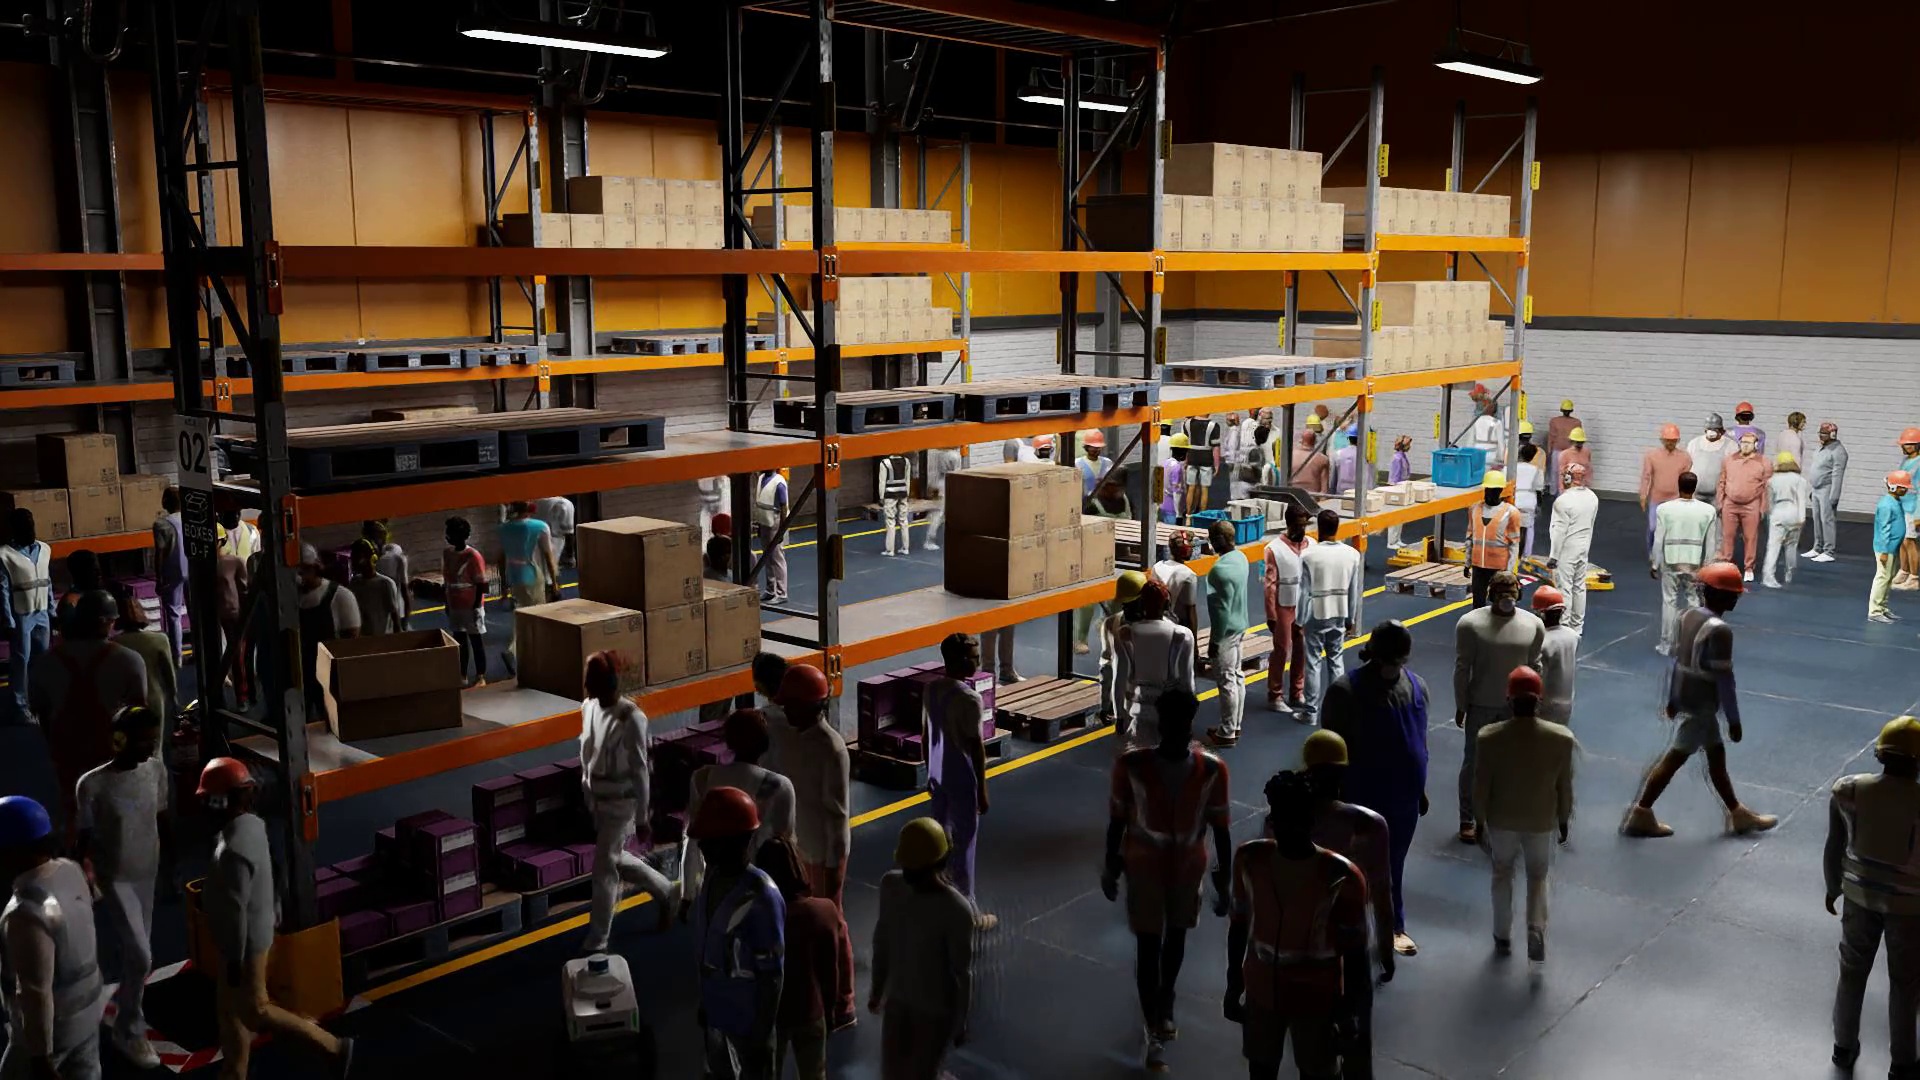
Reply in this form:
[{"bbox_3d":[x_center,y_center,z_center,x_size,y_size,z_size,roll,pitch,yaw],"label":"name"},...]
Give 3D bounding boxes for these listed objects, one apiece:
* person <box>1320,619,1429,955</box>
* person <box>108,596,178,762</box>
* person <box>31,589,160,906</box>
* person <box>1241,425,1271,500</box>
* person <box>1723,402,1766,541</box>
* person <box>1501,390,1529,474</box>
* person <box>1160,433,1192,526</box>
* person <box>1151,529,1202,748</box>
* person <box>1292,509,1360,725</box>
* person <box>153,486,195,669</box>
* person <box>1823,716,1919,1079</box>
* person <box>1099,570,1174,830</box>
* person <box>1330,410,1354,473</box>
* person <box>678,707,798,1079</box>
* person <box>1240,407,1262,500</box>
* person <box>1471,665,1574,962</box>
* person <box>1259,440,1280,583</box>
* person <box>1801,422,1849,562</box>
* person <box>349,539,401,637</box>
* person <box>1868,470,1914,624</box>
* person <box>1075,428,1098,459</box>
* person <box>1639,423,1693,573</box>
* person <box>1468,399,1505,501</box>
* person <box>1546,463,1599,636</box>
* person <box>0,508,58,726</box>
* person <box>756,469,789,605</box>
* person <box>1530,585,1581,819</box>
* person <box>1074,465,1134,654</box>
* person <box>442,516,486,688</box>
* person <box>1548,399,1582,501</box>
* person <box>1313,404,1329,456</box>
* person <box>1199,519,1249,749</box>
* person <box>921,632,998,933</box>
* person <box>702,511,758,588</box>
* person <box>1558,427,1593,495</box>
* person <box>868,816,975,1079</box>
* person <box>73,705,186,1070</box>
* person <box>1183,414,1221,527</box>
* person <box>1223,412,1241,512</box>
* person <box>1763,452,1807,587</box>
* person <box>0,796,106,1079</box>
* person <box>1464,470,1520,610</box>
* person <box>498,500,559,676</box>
[{"bbox_3d":[2.466,1.440,9.687,0.674,2.000,0.536,-3,10,-17],"label":"person"},{"bbox_3d":[-6.100,1.213,12.366,0.510,1.603,0.747,-4,11,-25],"label":"person"},{"bbox_3d":[-5.528,1.268,10.713,0.701,2.000,1.000,-2,10,-10],"label":"person"},{"bbox_3d":[4.428,-0.874,24.635,0.781,1.644,0.543,4,10,22],"label":"person"},{"bbox_3d":[11.384,-0.996,24.276,0.601,2.036,0.410,2,10,10],"label":"person"},{"bbox_3d":[9.527,-1.644,28.567,0.339,1.882,0.581,-5,11,-28],"label":"person"},{"bbox_3d":[2.715,-0.390,20.955,0.384,1.925,0.593,-1,10,-6],"label":"person"},{"bbox_3d":[1.787,0.823,13.949,0.374,1.843,0.569,-5,11,-29],"label":"person"},{"bbox_3d":[3.222,0.684,14.610,0.603,1.906,0.399,-3,10,-19],"label":"person"},{"bbox_3d":[-7.815,0.374,16.677,0.359,1.835,0.512,7,12,37],"label":"person"},{"bbox_3d":[4.645,1.775,8.313,0.404,1.828,0.603,-9,13,-44],"label":"person"},{"bbox_3d":[1.247,1.151,11.807,0.592,1.911,0.398,6,11,31],"label":"person"},{"bbox_3d":[5.867,-1.028,24.935,0.800,1.877,0.651,-5,11,-28],"label":"person"},{"bbox_3d":[-1.117,1.765,8.388,0.597,1.838,0.853,4,10,22],"label":"person"},{"bbox_3d":[4.616,-1.259,26.314,0.374,1.880,0.587,-1,10,-8],"label":"person"},{"bbox_3d":[3.258,1.593,9.658,0.577,1.739,0.560,2,10,13],"label":"person"},{"bbox_3d":[3.998,-0.365,21.046,0.329,1.844,0.509,9,13,43],"label":"person"},{"bbox_3d":[11.758,-0.654,22.628,0.400,1.900,0.648,1,10,3],"label":"person"},{"bbox_3d":[-4.729,0.904,13.416,0.535,1.864,0.309,5,11,27],"label":"person"},{"bbox_3d":[10.503,0.070,18.763,0.348,1.740,0.575,8,12,39],"label":"person"},{"bbox_3d":[1.989,-1.302,26.899,0.524,1.762,0.339,-1,10,-5],"label":"person"},{"bbox_3d":[9.302,-0.580,21.974,0.626,1.967,0.800,2,10,14],"label":"person"},{"bbox_3d":[8.623,-1.363,26.999,0.953,1.839,0.608,-6,11,-33],"label":"person"},{"bbox_3d":[6.573,0.119,17.975,0.643,1.909,0.410,-7,12,-36],"label":"person"},{"bbox_3d":[-8.232,0.665,14.683,0.392,1.919,0.591,2,10,13],"label":"person"},{"bbox_3d":[-2.226,-0.152,19.774,0.374,1.843,0.569,-6,11,-33],"label":"person"},{"bbox_3d":[4.227,1.195,12.020,0.564,1.747,0.339,-8,12,-39],"label":"person"},{"bbox_3d":[1.512,0.170,17.271,0.762,2.000,0.555,-5,11,-28],"label":"person"},{"bbox_3d":[-4.666,0.611,15.648,0.536,1.699,0.322,7,12,36],"label":"person"},{"bbox_3d":[10.227,-1.512,28.162,0.527,1.761,0.344,4,10,24],"label":"person"},{"bbox_3d":[6.176,-1.528,28.632,0.353,1.618,0.521,0,10,-1],"label":"person"},{"bbox_3d":[2.221,0.782,13.939,0.370,1.934,0.627,4,10,23],"label":"person"},{"bbox_3d":[-0.023,1.470,10.102,0.349,1.842,0.505,-8,13,-41],"label":"person"},{"bbox_3d":[-2.024,0.694,14.504,0.543,1.925,0.395,-2,10,-12],"label":"person"},{"bbox_3d":[8.660,-0.715,23.406,0.546,1.757,0.368,-3,10,-16],"label":"person"},{"bbox_3d":[-0.124,1.995,7.252,0.551,1.741,0.549,9,13,41],"label":"person"},{"bbox_3d":[-4.160,1.753,8.415,0.627,1.842,0.553,4,10,24],"label":"person"},{"bbox_3d":[3.693,-1.188,25.419,0.613,2.033,0.410,6,11,30],"label":"person"},{"bbox_3d":[4.442,-1.265,27.064,0.314,1.629,0.509,1,10,7],"label":"person"},{"bbox_3d":[10.384,-0.256,20.912,0.533,1.678,0.895,9,13,43],"label":"person"},{"bbox_3d":[-3.869,1.976,6.840,0.753,1.918,0.628,-1,10,-6],"label":"person"},{"bbox_3d":[5.481,0.235,17.210,0.364,1.930,0.588,-9,13,-42],"label":"person"},{"bbox_3d":[-4.315,0.419,16.444,0.571,1.817,0.766,4,10,23],"label":"person"}]
